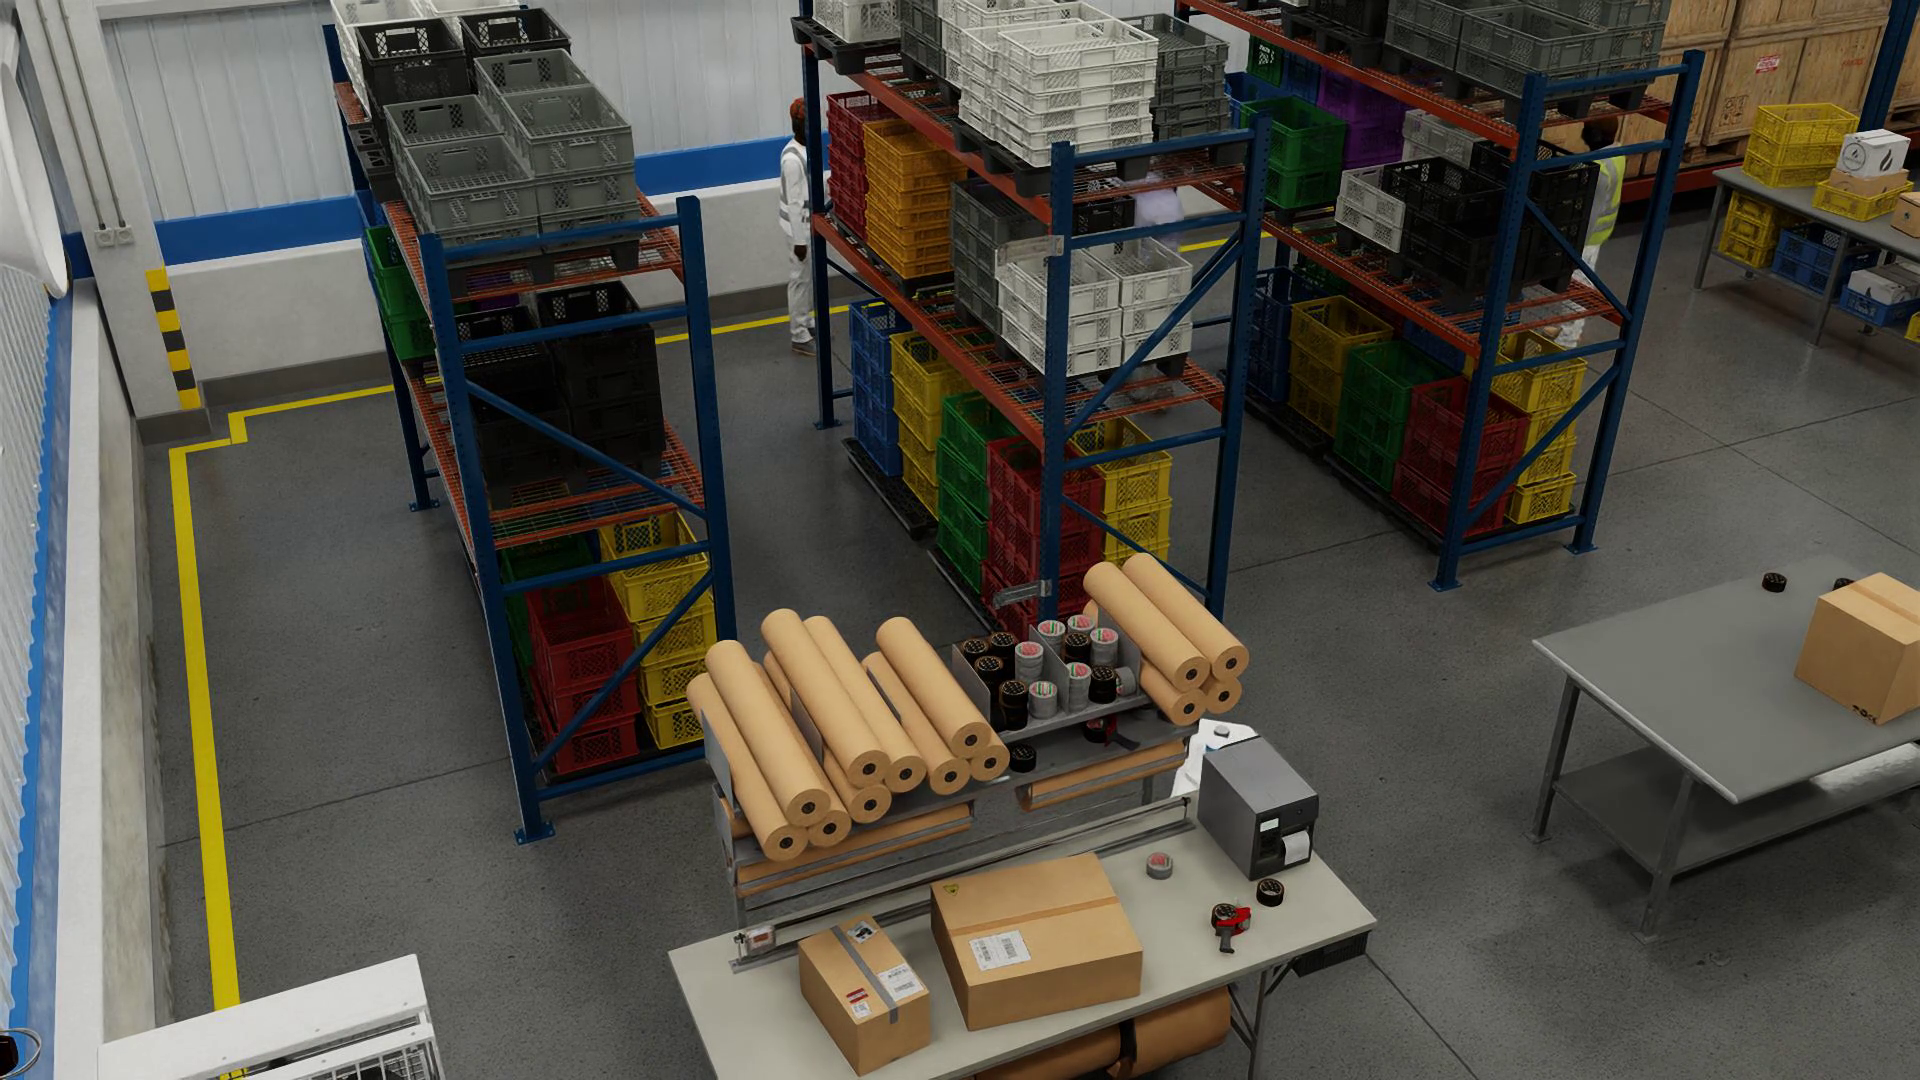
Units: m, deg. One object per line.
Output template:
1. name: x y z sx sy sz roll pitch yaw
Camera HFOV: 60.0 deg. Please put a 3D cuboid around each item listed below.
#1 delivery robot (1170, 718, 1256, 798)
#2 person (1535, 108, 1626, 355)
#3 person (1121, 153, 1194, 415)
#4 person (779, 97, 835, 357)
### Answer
1. delivery robot: 1.179 1.130 7.754 0.477 0.478 0.707 8 32 12
2. person: 4.506 -2.223 12.069 0.429 1.840 0.630 16 35 24
3. person: 1.314 -1.811 11.349 0.408 1.912 0.755 -5 32 -8
4. person: -1.124 -2.280 12.123 0.360 1.881 0.575 4 32 6
